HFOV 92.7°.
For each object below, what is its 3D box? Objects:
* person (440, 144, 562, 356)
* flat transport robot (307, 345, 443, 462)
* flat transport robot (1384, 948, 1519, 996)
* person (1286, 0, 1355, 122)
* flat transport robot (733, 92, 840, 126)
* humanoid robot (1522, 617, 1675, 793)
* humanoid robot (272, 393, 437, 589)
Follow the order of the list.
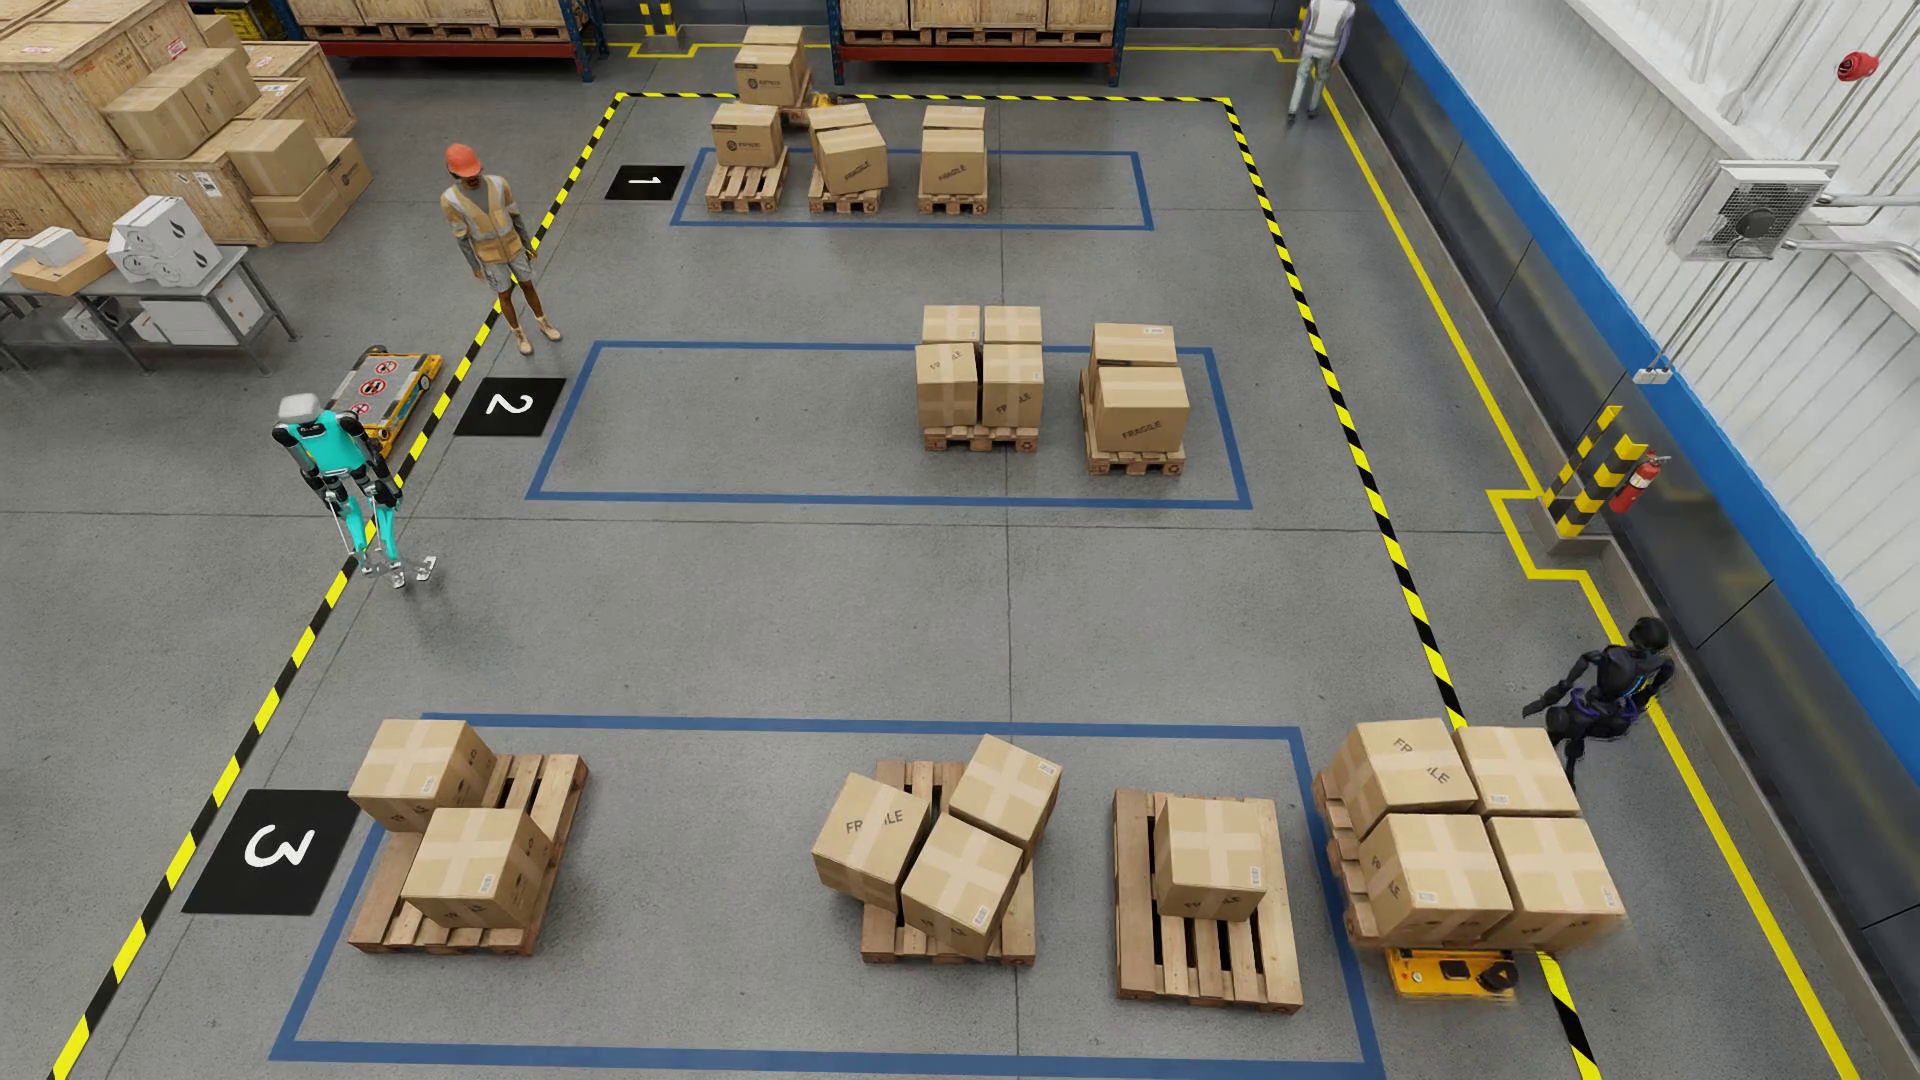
[{"bbox_3d":[-4.228,-2.650,8.449,0.613,2.040,0.374,-36,58,-26],"label":"person"},{"bbox_3d":[-5.383,-1.269,8.441,0.659,0.231,1.431,1,50,1],"label":"flat transport robot"},{"bbox_3d":[2.841,2.011,5.647,0.652,0.197,1.431,1,50,1],"label":"flat transport robot"},{"bbox_3d":[4.584,-6.263,11.644,0.598,1.831,0.404,16,52,13],"label":"person"},{"bbox_3d":[-2.358,-5.737,12.203,1.431,0.197,0.652,1,50,1],"label":"flat transport robot"},{"bbox_3d":[3.827,1.043,5.565,0.594,1.651,0.340,4,50,3],"label":"humanoid robot"},{"bbox_3d":[-4.282,-0.205,6.488,0.533,1.681,0.735,-11,51,-9],"label":"humanoid robot"}]
